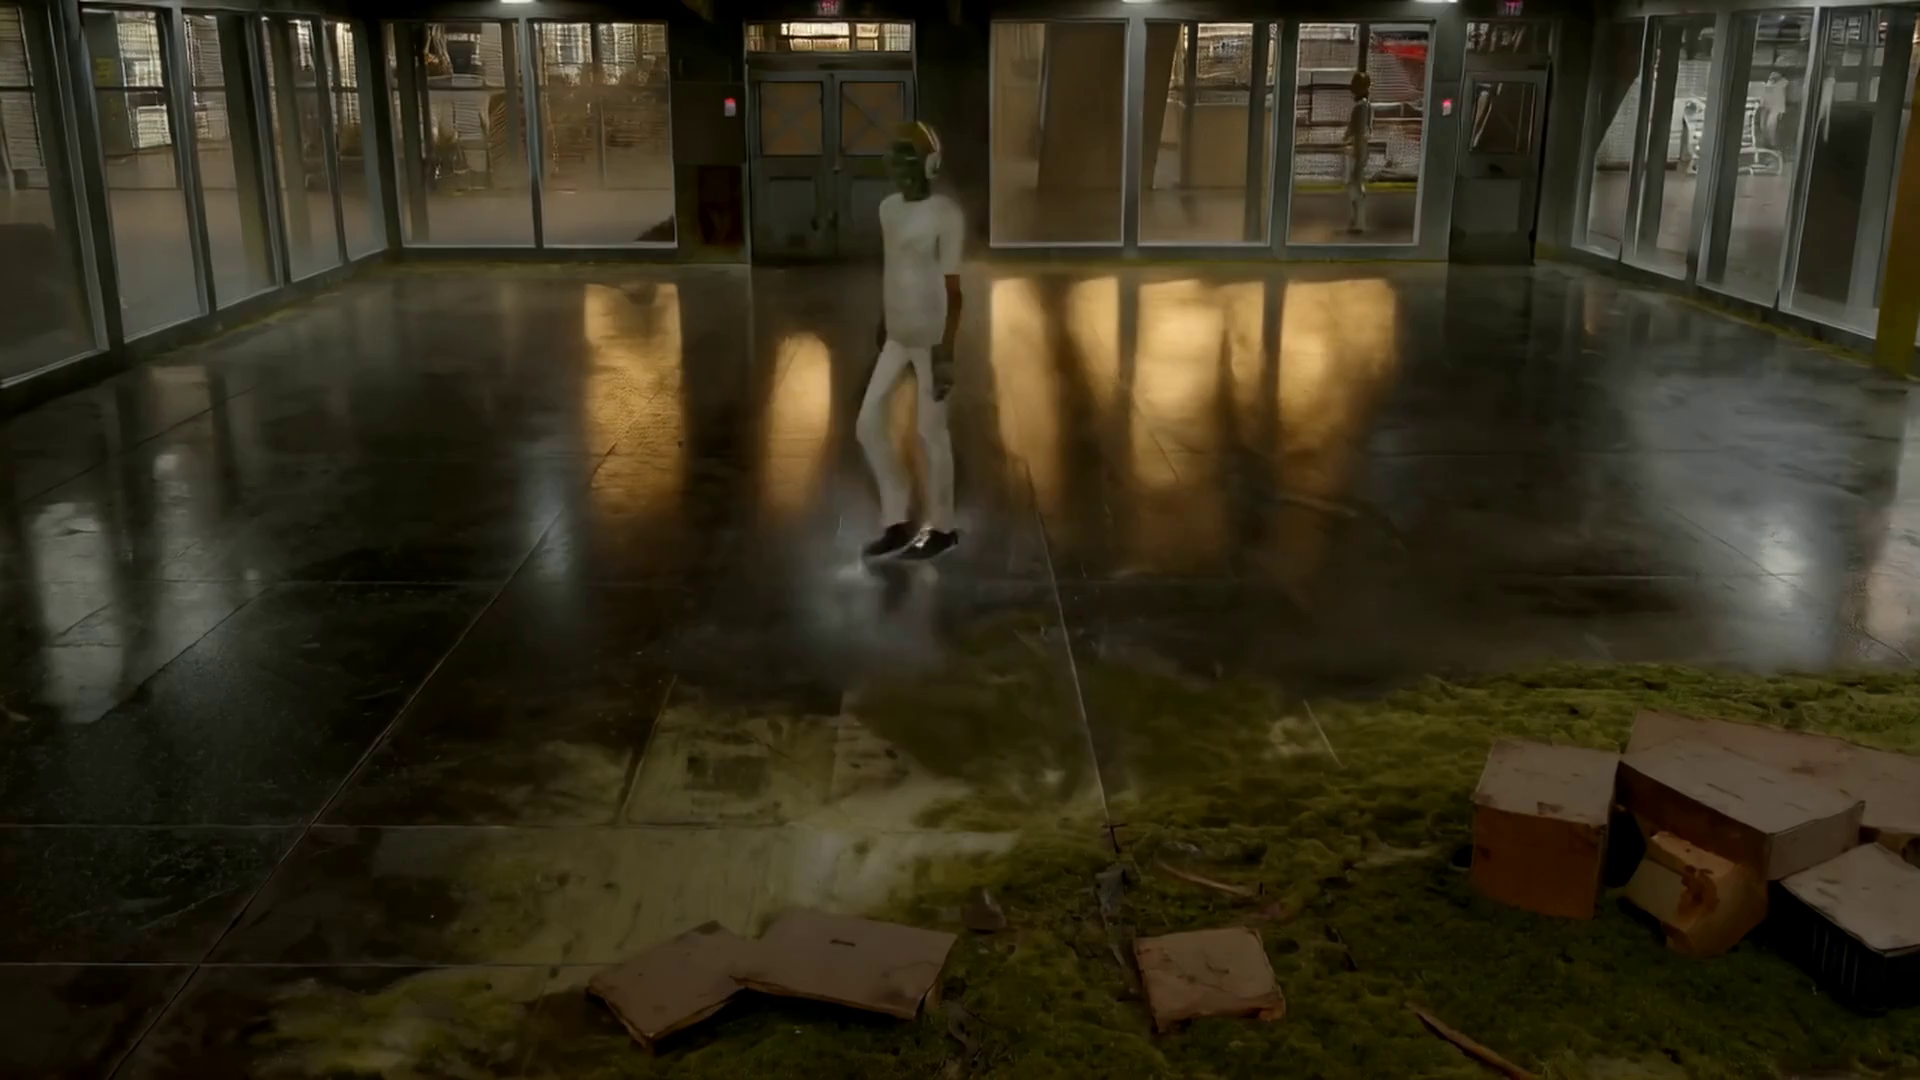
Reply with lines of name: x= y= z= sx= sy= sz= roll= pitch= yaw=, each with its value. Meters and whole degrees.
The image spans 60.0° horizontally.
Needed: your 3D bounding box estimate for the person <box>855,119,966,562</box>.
person: x=-0.216 y=-0.791 z=6.895 sx=0.577 sy=1.848 sz=0.563 roll=16 pitch=23 yaw=43
